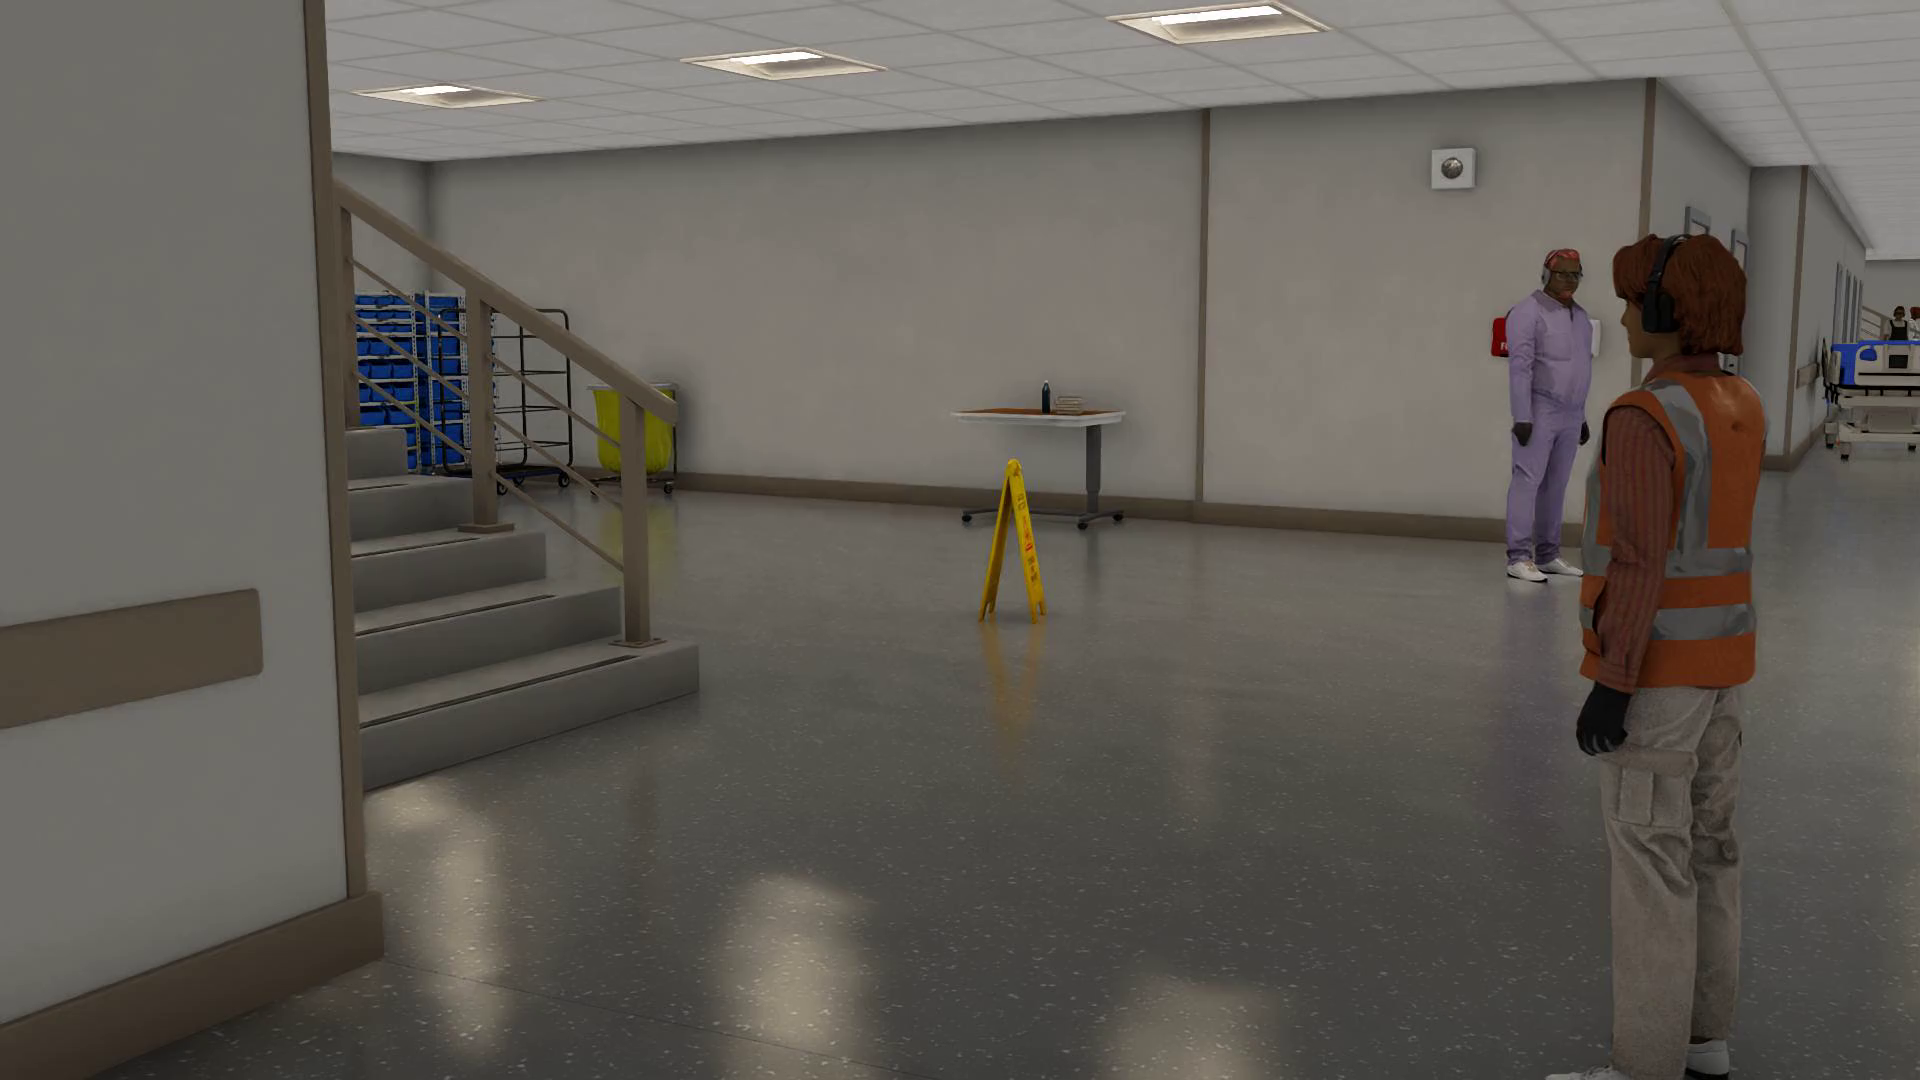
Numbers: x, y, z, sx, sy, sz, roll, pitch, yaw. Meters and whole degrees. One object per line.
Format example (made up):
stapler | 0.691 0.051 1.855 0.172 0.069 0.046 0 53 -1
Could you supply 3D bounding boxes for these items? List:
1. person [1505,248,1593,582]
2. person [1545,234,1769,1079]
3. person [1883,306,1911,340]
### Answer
person | 3.421 -0.715 9.587 0.638 1.904 0.402 -5 9 -34
person | 1.319 0.257 3.109 0.525 1.639 0.307 -7 10 -44
person | 19.231 -3.883 34.175 0.514 1.842 0.327 1 7 6
